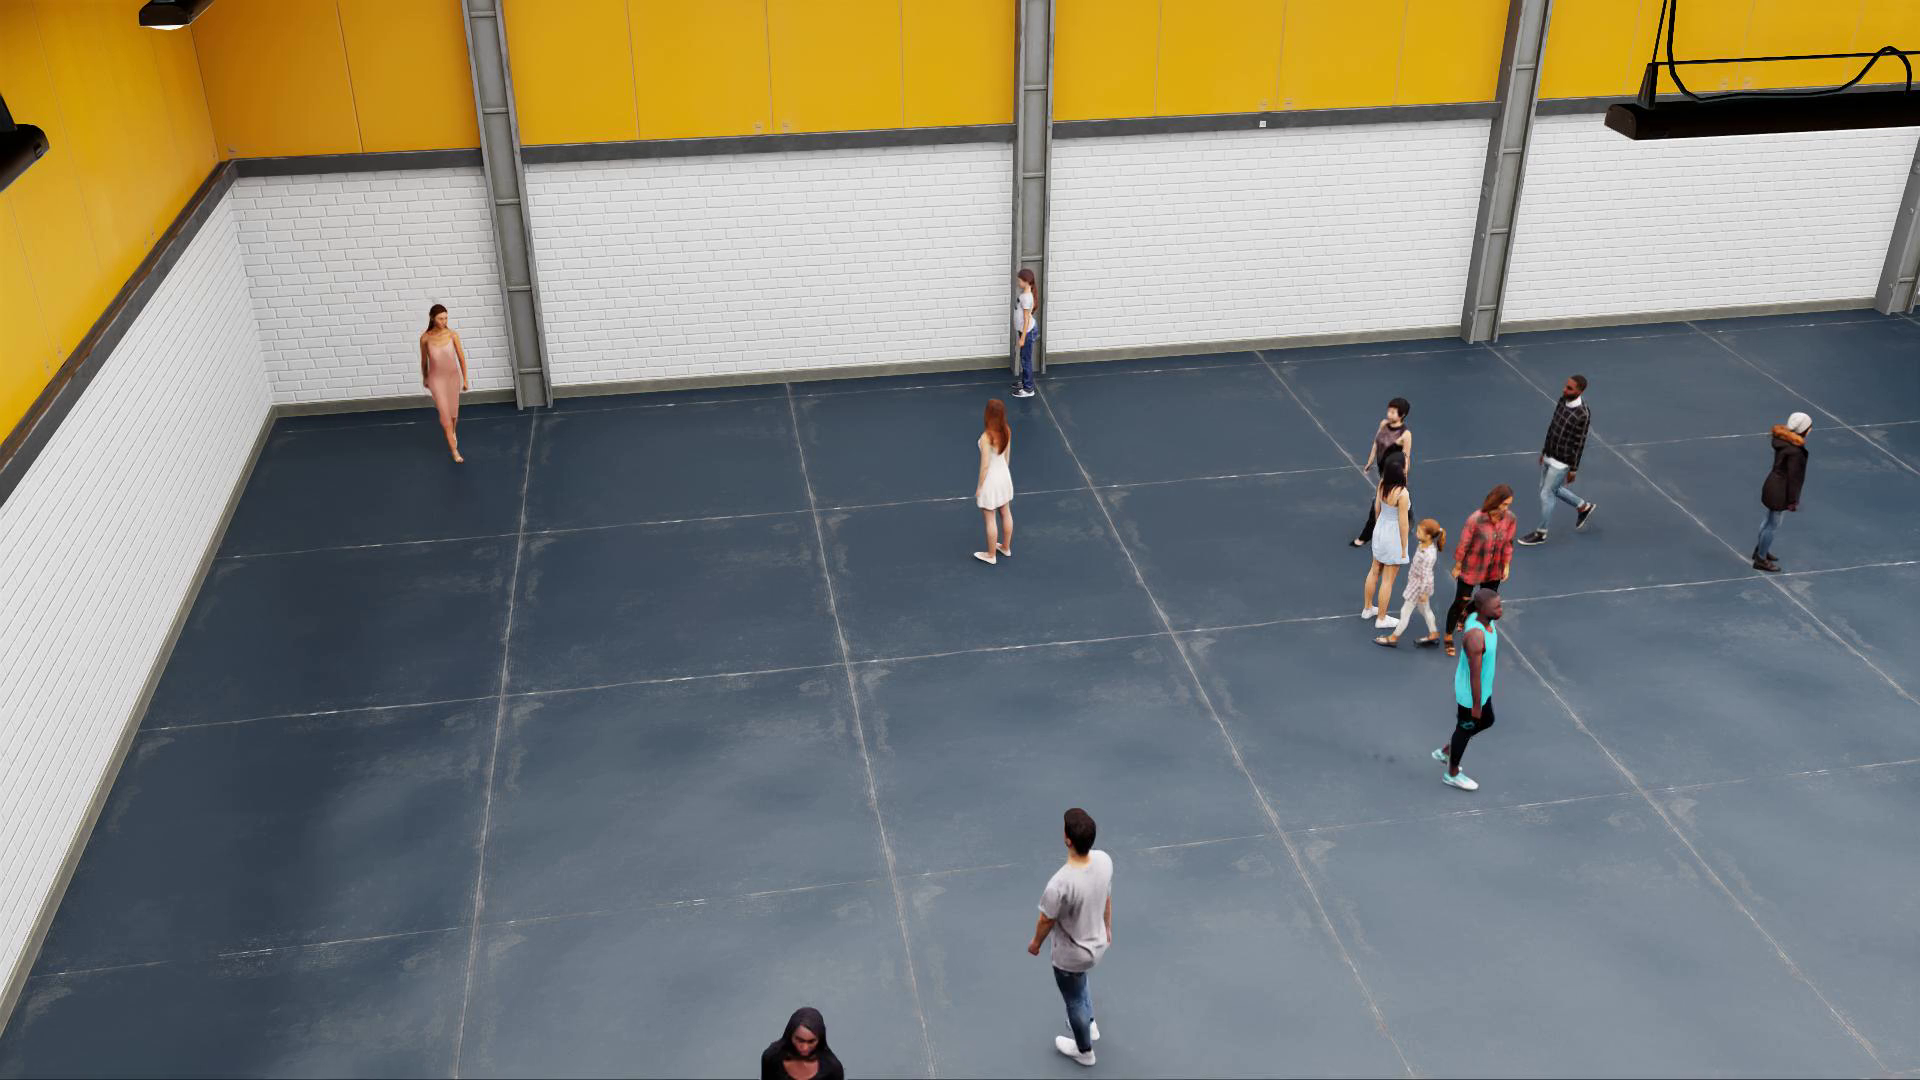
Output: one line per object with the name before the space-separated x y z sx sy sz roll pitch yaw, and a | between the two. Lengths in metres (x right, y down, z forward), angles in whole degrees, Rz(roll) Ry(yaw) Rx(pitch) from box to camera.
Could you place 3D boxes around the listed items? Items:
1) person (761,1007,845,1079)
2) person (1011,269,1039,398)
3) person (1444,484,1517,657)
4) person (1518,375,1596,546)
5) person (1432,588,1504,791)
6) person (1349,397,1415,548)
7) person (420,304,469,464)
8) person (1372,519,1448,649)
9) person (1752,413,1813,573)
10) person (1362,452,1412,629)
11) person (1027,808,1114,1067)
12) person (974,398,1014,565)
person | -0.850 3.193 9.227 0.898 1.699 0.900 7 29 13
person | 0.785 -2.487 19.781 0.571 1.564 0.573 0 29 1
person | 4.605 0.226 14.692 0.685 1.674 0.717 1 29 2
person | 6.016 -0.801 16.444 1.044 1.800 0.680 -4 29 -8
person | 3.879 1.138 12.888 0.826 1.802 0.785 12 31 21
person | 4.317 -0.683 16.476 1.092 1.562 0.712 -11 30 -19
person | -5.671 -1.767 18.226 1.027 1.789 0.851 -10 30 -17
person | 4.156 0.401 14.772 0.897 1.290 0.716 5 29 9
person | 7.899 -0.466 16.023 0.743 1.615 0.722 7 29 12
person | 3.883 -0.014 15.079 0.617 1.727 0.639 -12 31 -21
person | 0.793 2.521 10.279 0.880 1.871 0.806 25 37 37
person | 0.344 -0.582 16.135 0.624 1.712 0.707 -25 37 -38
